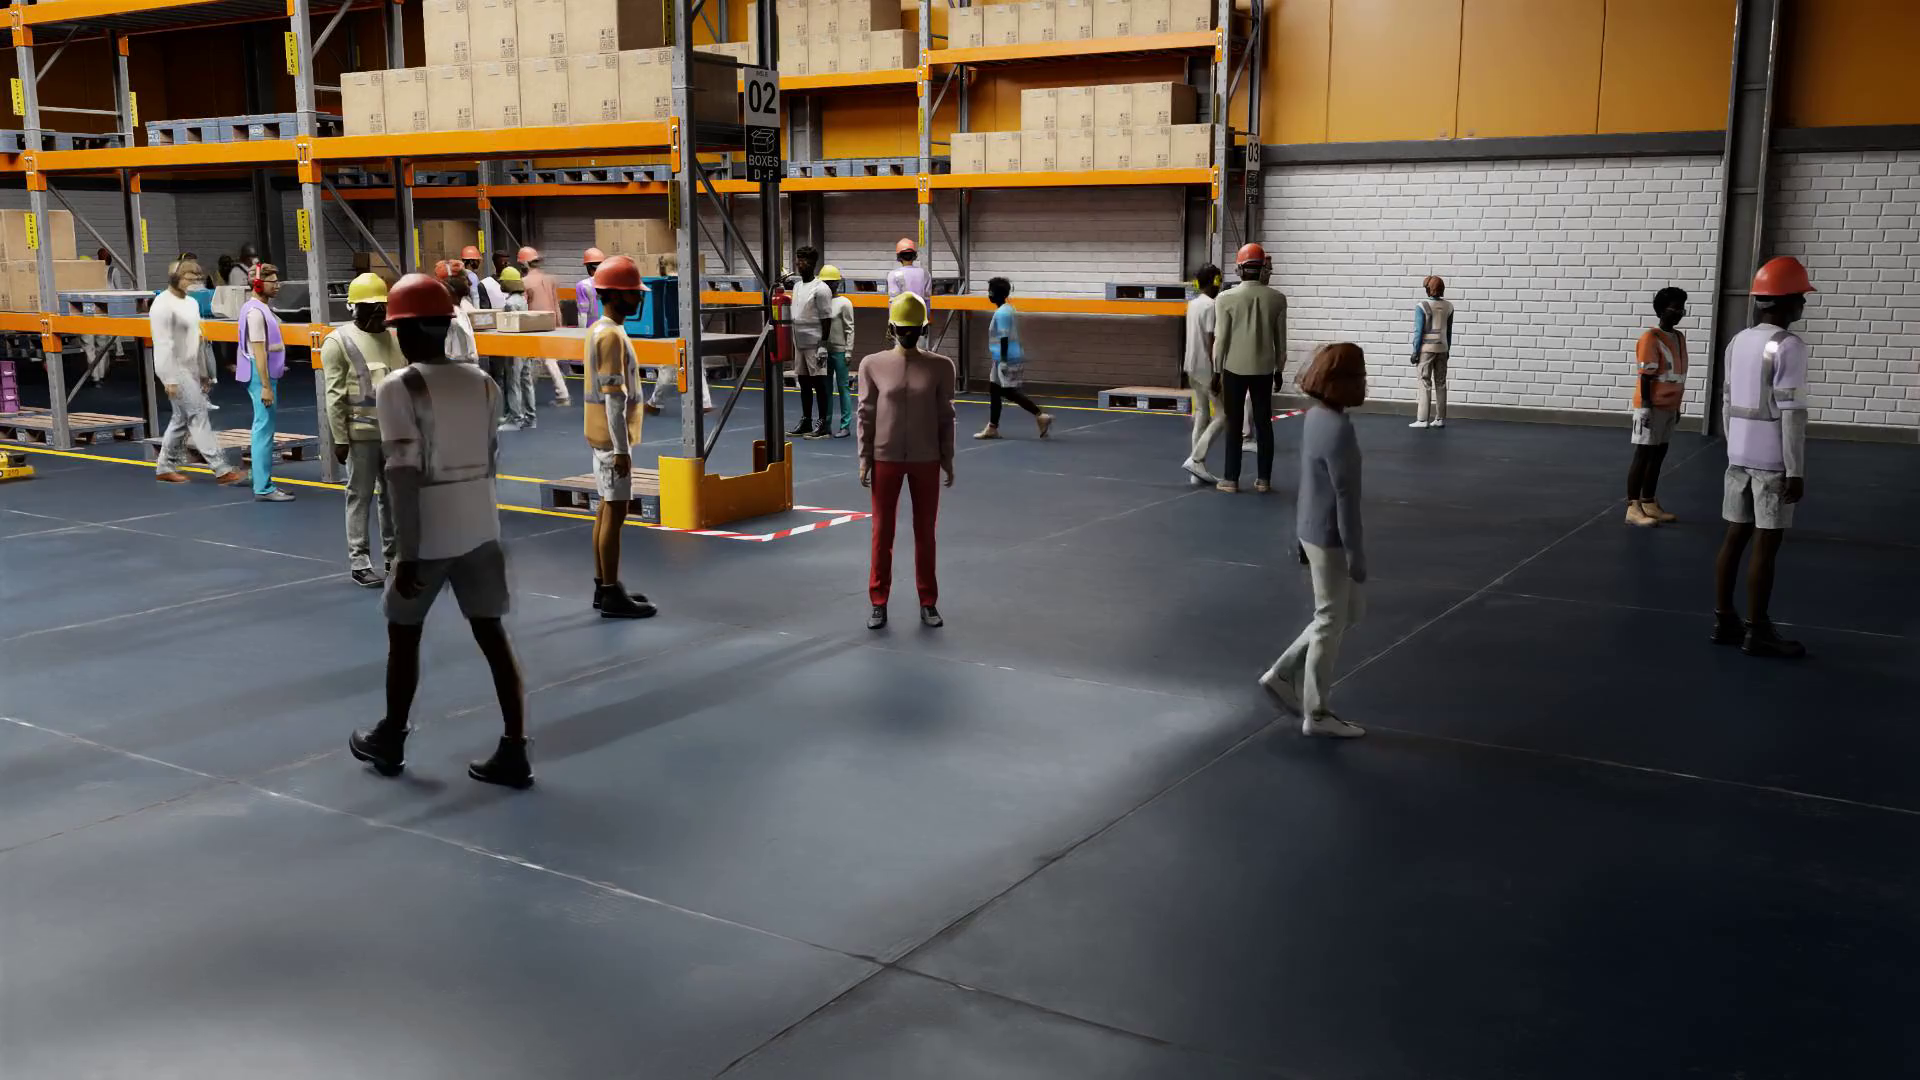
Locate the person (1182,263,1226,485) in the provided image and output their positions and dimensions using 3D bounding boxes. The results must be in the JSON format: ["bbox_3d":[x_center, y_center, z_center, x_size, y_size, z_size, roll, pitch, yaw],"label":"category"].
[{"bbox_3d":[2.036,-1.374,13.805,0.392,1.833,0.584,-3,11,-18],"label":"person"}]

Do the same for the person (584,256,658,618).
[{"bbox_3d":[-1.834,-0.552,8.977,0.379,1.937,0.548,-3,11,-17],"label":"person"}]

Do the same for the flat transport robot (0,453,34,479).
[{"bbox_3d":[-8.659,-0.639,14.076,1.431,0.197,0.652,4,11,20],"label":"flat transport robot"}]

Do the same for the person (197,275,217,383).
[{"bbox_3d":[-10.738,-2.999,23.419,0.308,1.624,0.492,5,11,25],"label":"person"}]

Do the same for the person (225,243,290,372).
[{"bbox_3d":[-10.859,-3.574,25.434,1.031,2.000,0.698,4,11,20],"label":"person"}]

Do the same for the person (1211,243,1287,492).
[{"bbox_3d":[2.318,-1.377,13.387,0.623,1.993,0.385,-2,10,-10],"label":"person"}]

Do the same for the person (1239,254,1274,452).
[{"bbox_3d":[2.829,-1.789,15.958,0.399,1.897,0.647,-1,10,-4],"label":"person"}]

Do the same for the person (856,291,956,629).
[{"bbox_3d":[-0.277,-0.409,8.683,0.522,1.761,0.321,-1,10,-7],"label":"person"}]

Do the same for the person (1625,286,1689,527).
[{"bbox_3d":[4.973,-0.948,11.826,0.540,1.698,0.317,-9,14,-42],"label":"person"}]

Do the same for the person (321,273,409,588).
[{"bbox_3d":[-3.432,-0.646,9.787,0.404,1.831,0.600,6,12,30],"label":"person"}]

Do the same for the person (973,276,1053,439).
[{"bbox_3d":[0.543,-1.828,16.788,0.755,1.674,0.542,0,10,1],"label":"person"}]

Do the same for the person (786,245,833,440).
[{"bbox_3d":[-1.545,-2.011,16.976,0.361,1.965,0.613,-8,13,-38],"label":"person"}]

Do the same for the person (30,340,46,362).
[{"bbox_3d":[-15.494,-3.813,27.992,0.504,1.603,0.795,2,10,9],"label":"person"}]

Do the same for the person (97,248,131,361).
[{"bbox_3d":[-14.241,-3.928,27.832,0.584,1.882,0.349,1,10,8],"label":"person"}]

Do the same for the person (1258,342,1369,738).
[{"bbox_3d":[1.500,0.014,6.712,0.383,1.619,0.507,1,10,4],"label":"person"}]

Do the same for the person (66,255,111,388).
[{"bbox_3d":[-12.070,-3.022,23.013,0.627,1.804,0.759,-9,13,-40],"label":"person"}]

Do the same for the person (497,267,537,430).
[{"bbox_3d":[-4.796,-2.030,17.761,0.463,1.734,0.503,0,10,1],"label":"person"}]

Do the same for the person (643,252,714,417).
[{"bbox_3d":[-3.293,-2.342,19.049,0.981,1.873,0.674,2,10,12],"label":"person"}]

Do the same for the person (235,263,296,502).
[{"bbox_3d":[-5.419,-1.216,12.908,0.375,1.844,0.567,-4,11,-22],"label":"person"}]

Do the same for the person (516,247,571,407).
[{"bbox_3d":[-5.178,-2.595,20.303,1.042,1.928,0.626,5,11,25],"label":"person"}]

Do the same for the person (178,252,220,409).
[{"bbox_3d":[-9.080,-2.460,19.720,0.327,1.876,0.516,2,10,10],"label":"person"}]

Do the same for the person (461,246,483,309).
[{"bbox_3d":[-6.756,-3.096,23.074,0.358,1.938,0.548,-8,13,-39],"label":"person"}]

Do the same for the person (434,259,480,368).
[{"bbox_3d":[-3.605,-1.060,11.942,0.356,1.884,0.574,-1,10,-6],"label":"person"}]

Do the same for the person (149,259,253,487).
[{"bbox_3d":[-6.252,-1.366,13.679,0.873,1.875,0.677,0,10,-2],"label":"person"}]

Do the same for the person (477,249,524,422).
[{"bbox_3d":[-5.127,-2.290,18.656,0.375,1.917,0.598,7,12,33],"label":"person"}]

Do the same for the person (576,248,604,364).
[{"bbox_3d":[-4.074,-2.306,18.700,0.551,1.932,0.378,-9,14,-41],"label":"person"}]

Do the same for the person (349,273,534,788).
[{"bbox_3d":[-1.976,-0.029,6.203,0.912,1.891,0.608,7,12,33],"label":"person"}]

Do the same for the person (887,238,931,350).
[{"bbox_3d":[-0.637,-2.633,20.221,0.609,2.040,0.394,-7,13,-35],"label":"person"}]

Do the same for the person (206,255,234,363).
[{"bbox_3d":[-11.579,-3.613,26.337,0.630,1.811,0.848,-6,12,-28],"label":"person"}]

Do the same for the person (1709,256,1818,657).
[{"bbox_3d":[3.945,-0.401,8.129,0.353,1.942,0.545,-2,10,-9],"label":"person"}]

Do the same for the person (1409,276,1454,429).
[{"bbox_3d":[5.080,-2.016,17.916,0.525,1.639,0.307,-5,11,-26],"label":"person"}]

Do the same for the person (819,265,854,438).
[{"bbox_3d":[-1.316,-1.931,17.091,0.525,1.769,0.327,8,13,37],"label":"person"}]
